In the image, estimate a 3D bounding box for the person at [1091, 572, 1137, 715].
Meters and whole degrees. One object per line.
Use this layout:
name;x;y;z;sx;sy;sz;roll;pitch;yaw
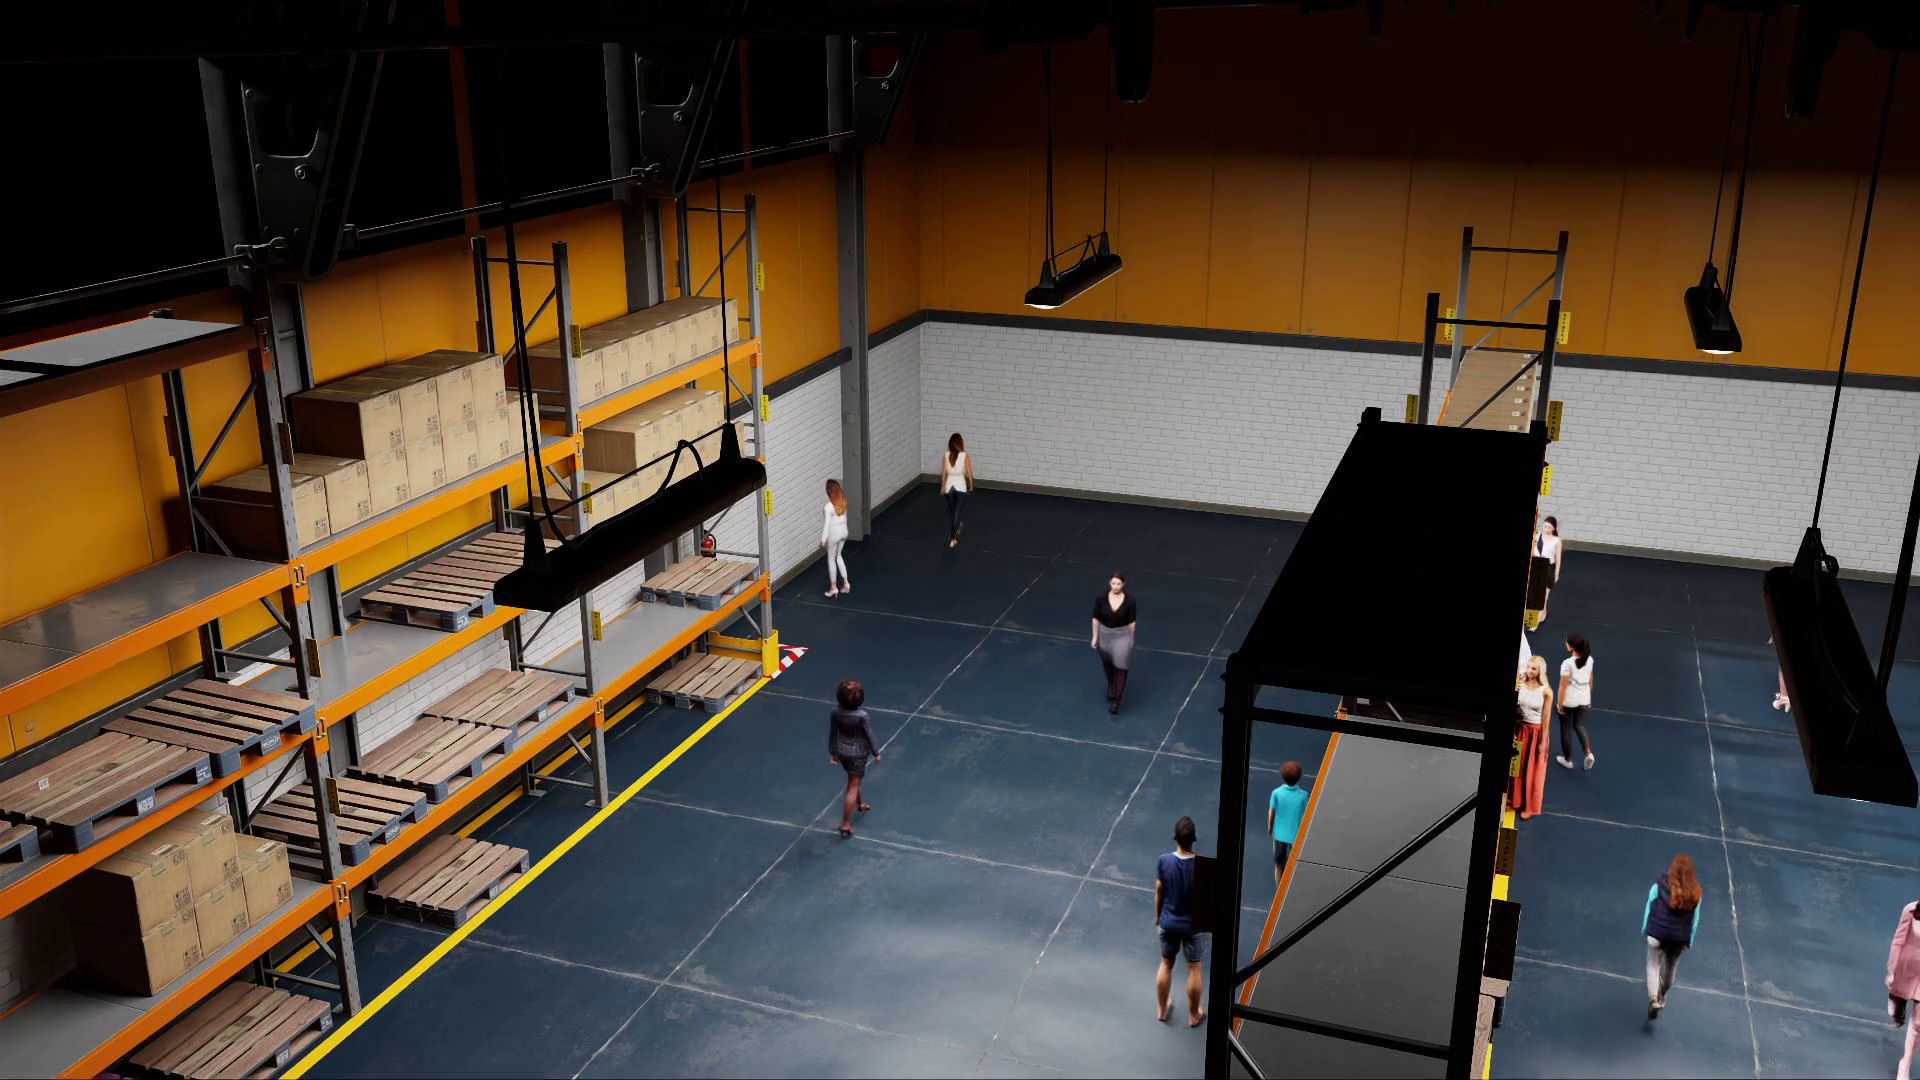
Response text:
person;1.862;1.177;20.023;0.690;1.718;1.046;6;19;16

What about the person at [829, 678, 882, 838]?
person;-1.136;2.252;16.901;0.750;1.674;0.962;12;22;33

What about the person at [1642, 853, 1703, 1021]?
person;5.946;3.341;13.960;0.554;1.485;0.844;7;20;20

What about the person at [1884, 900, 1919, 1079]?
person;7.615;3.433;13.228;0.734;1.780;1.034;10;21;28

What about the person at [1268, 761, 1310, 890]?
person;3.096;2.786;15.678;0.575;1.441;0.639;4;19;13

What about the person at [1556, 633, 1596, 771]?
person;6.804;1.818;18.273;0.847;1.620;0.936;-5;19;-14

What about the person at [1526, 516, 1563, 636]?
person;7.866;0.447;22.364;0.833;1.607;1.136;16;24;39

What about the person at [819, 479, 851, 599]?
person;-1.708;-0.009;23.475;0.743;1.763;0.593;12;22;33

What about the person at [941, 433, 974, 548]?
person;-0.084;-0.735;25.649;0.670;1.750;1.053;5;19;14

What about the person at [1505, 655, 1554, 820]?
person;5.953;2.038;17.336;0.739;1.801;0.713;-16;25;-40

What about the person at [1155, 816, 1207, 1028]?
person;1.851;3.185;13.866;0.601;1.841;0.526;6;20;19
